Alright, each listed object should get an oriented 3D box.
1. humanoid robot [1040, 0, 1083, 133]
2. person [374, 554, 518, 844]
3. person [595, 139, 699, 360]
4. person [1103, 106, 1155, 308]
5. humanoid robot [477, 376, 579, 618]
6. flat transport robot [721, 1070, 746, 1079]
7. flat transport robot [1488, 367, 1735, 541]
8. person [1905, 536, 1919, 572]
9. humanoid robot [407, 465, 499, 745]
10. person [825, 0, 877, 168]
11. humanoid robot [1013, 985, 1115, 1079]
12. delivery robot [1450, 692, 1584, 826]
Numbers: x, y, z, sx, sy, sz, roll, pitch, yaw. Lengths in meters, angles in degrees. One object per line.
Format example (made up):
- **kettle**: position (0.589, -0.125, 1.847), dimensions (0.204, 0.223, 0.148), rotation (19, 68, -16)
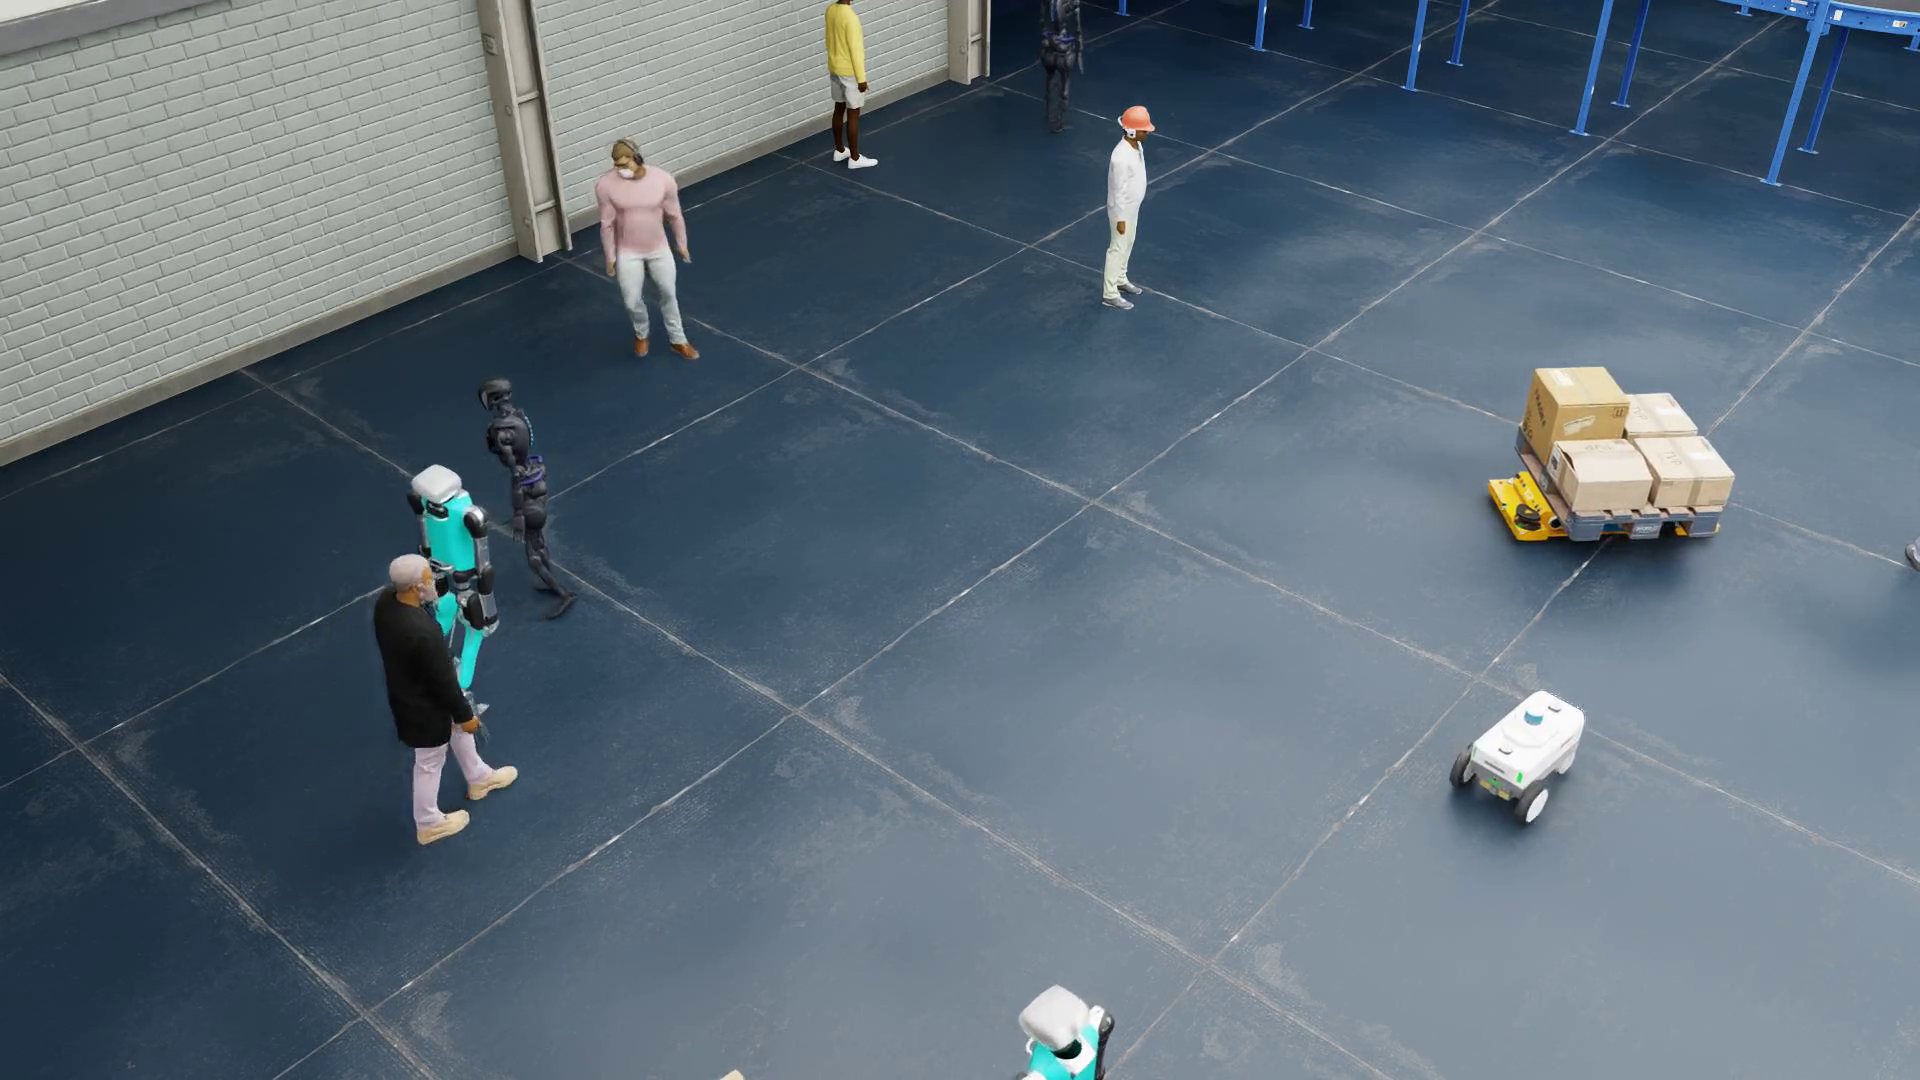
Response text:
- **humanoid robot**: position (1.046, -5.118, 17.348), dimensions (0.584, 1.656, 0.326), rotation (28, 44, 34)
- **person**: position (-2.733, 0.810, 8.899), dimensions (0.787, 1.827, 0.577), rotation (-22, 41, -28)
- **person**: position (-2.489, -2.299, 13.199), dimensions (0.694, 1.917, 0.407), rotation (-10, 37, -13)
- **person**: position (1.431, -2.828, 14.087), dimensions (0.345, 1.743, 0.568), rotation (13, 37, 17)
- **humanoid robot**: position (-2.738, -0.300, 10.594), dimensions (0.415, 1.638, 0.597), rotation (-9, 36, -12)
- **flat transport robot**: position (-0.968, 3.173, 6.933), dimensions (1.431, 0.231, 0.659), rotation (21, 41, 27)
- **flat transport robot**: position (4.551, -0.275, 11.773), dimensions (1.431, 0.231, 0.659), rotation (-2, 36, -3)
- **person**: position (6.661, -0.557, 10.807), dimensions (0.566, 1.849, 0.387), rotation (13, 37, 17)
- **humanoid robot**: position (-2.960, 0.491, 9.504), dimensions (0.533, 1.875, 0.679), rotation (18, 39, 24)
- **person**: position (-1.117, -4.646, 16.506), dimensions (0.376, 1.900, 0.543), rotation (-23, 41, -28)
- **humanoid robot**: position (0.223, 2.381, 6.776), dimensions (0.706, 1.789, 0.542), rotation (27, 44, 33)
- **delivery robot**: position (3.216, 1.187, 9.461), dimensions (0.769, 0.580, 0.499), rotation (-29, 44, -34)
